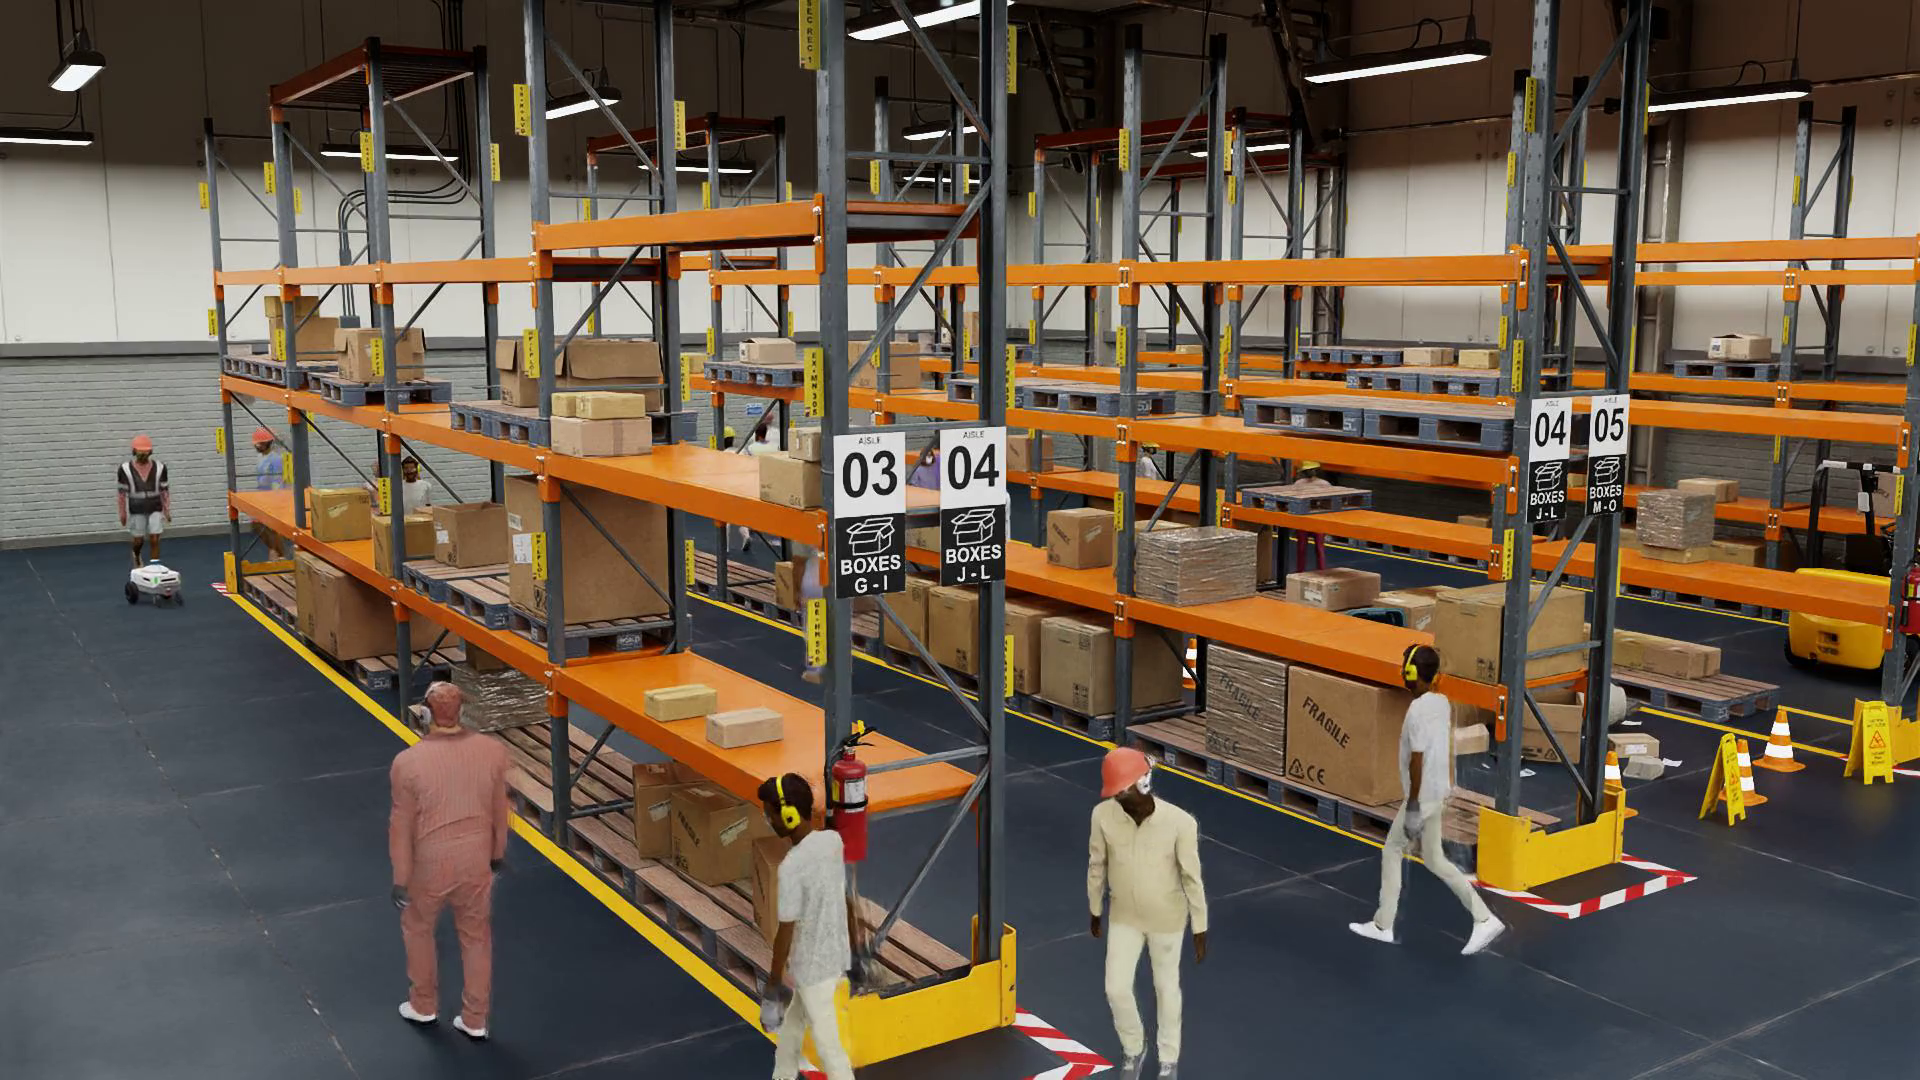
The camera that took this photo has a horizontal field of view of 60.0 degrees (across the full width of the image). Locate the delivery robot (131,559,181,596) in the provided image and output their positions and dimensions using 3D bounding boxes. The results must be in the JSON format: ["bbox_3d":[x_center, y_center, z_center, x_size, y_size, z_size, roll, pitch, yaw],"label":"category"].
[{"bbox_3d":[-10.030,0.486,20.740,0.707,0.478,0.477,7,11,39],"label":"delivery robot"}]

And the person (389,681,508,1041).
[{"bbox_3d":[-2.734,1.667,8.779,0.684,1.878,0.763,-7,11,-41],"label":"person"}]

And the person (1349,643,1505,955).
[{"bbox_3d":[2.807,1.541,9.858,0.852,1.830,0.561,6,11,37],"label":"person"}]

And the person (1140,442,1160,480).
[{"bbox_3d":[2.801,-0.669,24.731,0.314,1.768,0.526,1,9,4],"label":"person"}]

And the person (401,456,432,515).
[{"bbox_3d":[-6.807,-0.114,20.686,0.518,1.874,0.330,-3,9,-19],"label":"person"}]

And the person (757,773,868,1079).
[{"bbox_3d":[-0.727,1.918,7.371,0.971,1.802,0.589,3,9,17],"label":"person"}]

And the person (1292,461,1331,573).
[{"bbox_3d":[4.609,-0.236,21.845,0.533,1.767,0.326,5,10,31],"label":"person"}]

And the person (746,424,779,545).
[{"bbox_3d":[-3.074,-0.870,25.723,0.615,1.864,1.023,-6,11,-36],"label":"person"}]

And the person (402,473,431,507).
[{"bbox_3d":[-7.084,-0.125,21.534,0.500,1.636,0.282,-4,9,-25],"label":"person"}]

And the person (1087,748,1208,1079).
[{"bbox_3d":[0.913,1.853,8.140,0.645,1.707,0.447,3,9,19],"label":"person"}]

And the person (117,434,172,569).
[{"bbox_3d":[-10.877,-0.413,22.187,0.619,2.029,0.631,-6,10,-33],"label":"person"}]

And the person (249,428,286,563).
[{"bbox_3d":[-9.599,-0.550,23.068,0.445,2.022,0.632,-8,12,-42],"label":"person"}]

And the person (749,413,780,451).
[{"bbox_3d":[-3.242,-1.223,28.127,0.666,1.851,0.962,-1,9,-7],"label":"person"}]

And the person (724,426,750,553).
[{"bbox_3d":[-3.392,-0.742,24.721,0.629,1.909,0.649,-6,11,-36],"label":"person"}]

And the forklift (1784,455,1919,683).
[{"bbox_3d":[9.643,0.253,17.172,2.313,2.155,1.214,-6,10,-33],"label":"forklift"}]

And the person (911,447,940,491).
[{"bbox_3d":[-0.484,-0.542,24.320,0.500,1.633,0.279,-5,10,-31],"label":"person"}]
